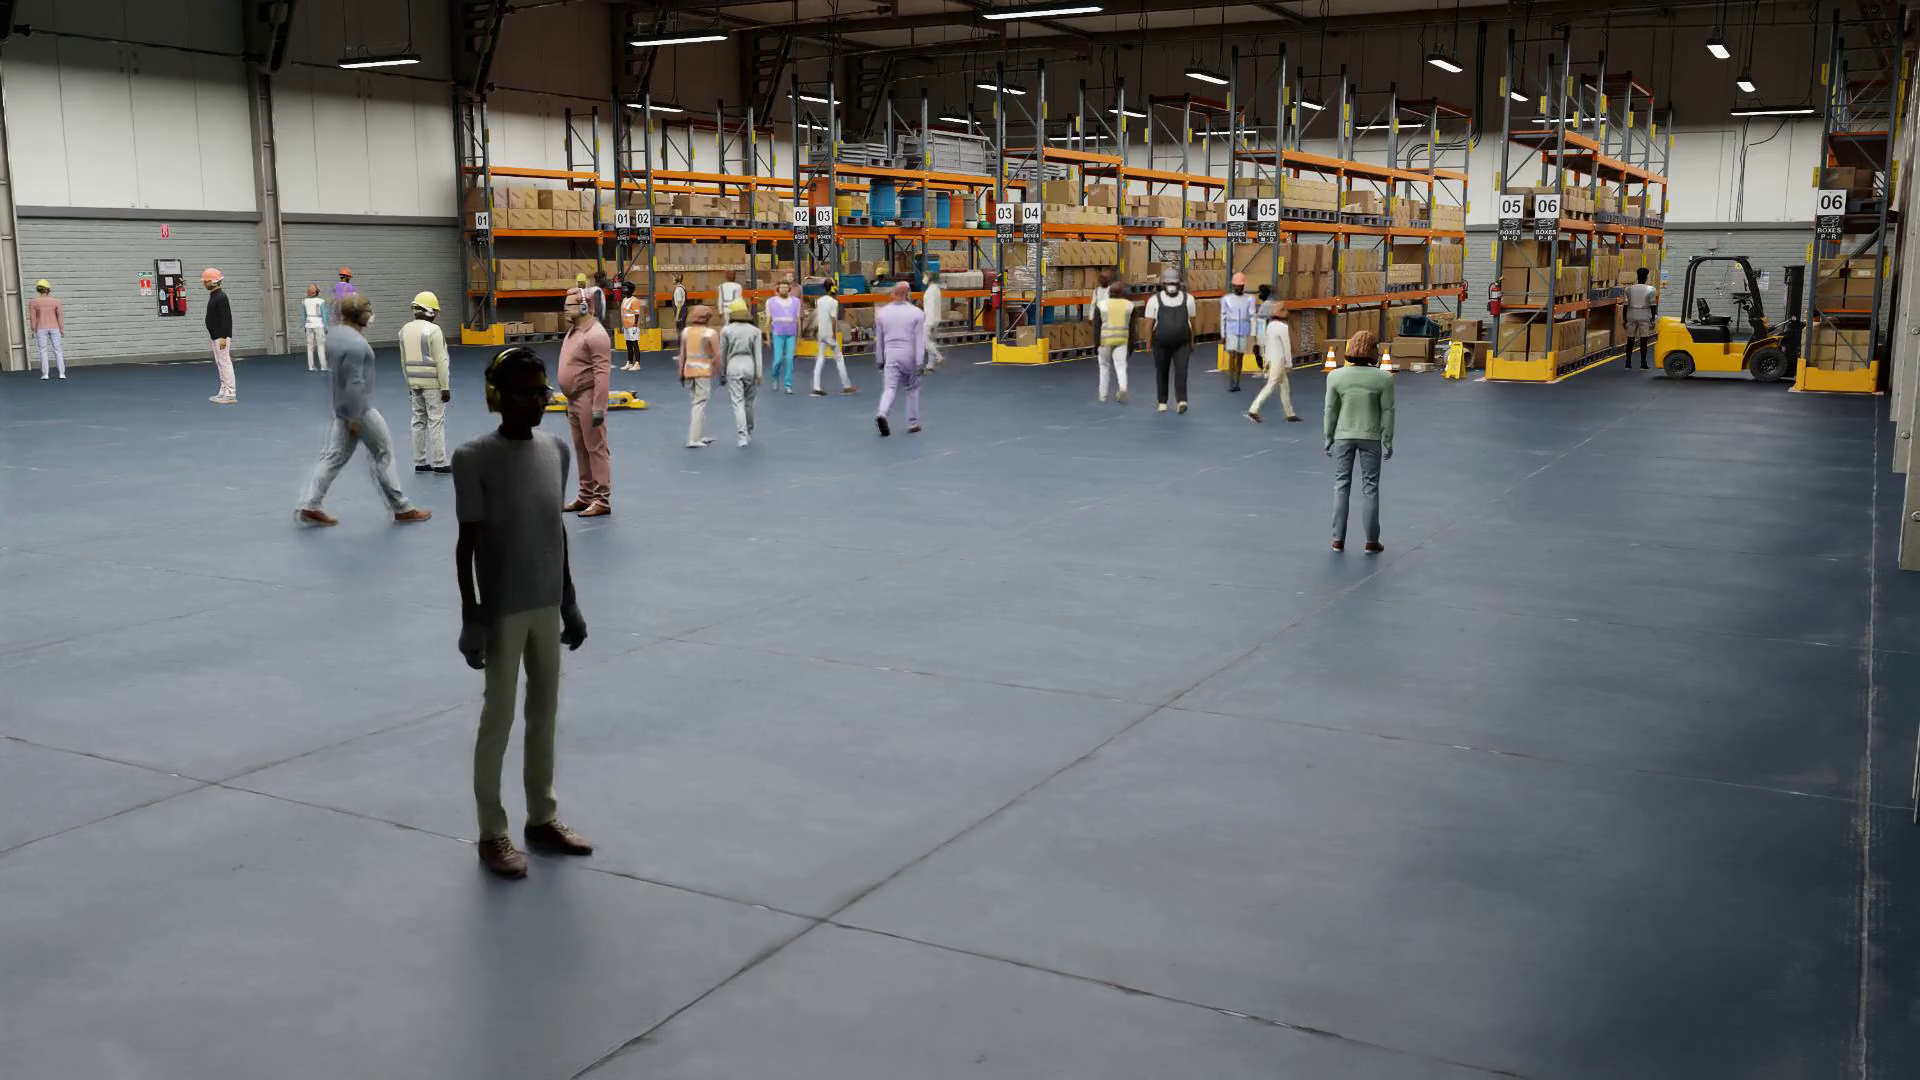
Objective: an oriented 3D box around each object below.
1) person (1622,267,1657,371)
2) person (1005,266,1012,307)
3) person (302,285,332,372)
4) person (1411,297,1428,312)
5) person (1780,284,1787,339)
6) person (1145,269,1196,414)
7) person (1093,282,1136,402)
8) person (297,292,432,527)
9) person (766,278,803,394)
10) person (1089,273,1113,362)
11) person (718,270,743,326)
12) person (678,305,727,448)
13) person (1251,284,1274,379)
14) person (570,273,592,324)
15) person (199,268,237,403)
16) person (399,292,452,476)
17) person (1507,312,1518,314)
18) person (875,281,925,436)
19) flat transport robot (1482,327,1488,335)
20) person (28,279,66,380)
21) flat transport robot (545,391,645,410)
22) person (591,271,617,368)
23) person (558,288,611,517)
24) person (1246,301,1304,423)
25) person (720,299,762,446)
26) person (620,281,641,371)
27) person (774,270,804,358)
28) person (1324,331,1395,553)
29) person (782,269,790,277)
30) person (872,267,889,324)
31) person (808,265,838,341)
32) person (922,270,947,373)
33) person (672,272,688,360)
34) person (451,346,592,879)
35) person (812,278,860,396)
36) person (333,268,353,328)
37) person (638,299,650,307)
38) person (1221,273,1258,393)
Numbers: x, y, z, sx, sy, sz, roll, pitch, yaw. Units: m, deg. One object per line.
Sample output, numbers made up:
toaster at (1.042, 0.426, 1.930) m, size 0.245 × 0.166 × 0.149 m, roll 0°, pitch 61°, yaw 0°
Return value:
person at (12.946, -4.211, 31.709) m, size 0.613 × 1.963 × 0.362 m, roll 7°, pitch 12°, yaw 35°
person at (1.320, -6.986, 47.842) m, size 0.639 × 2.029 × 0.688 m, roll 0°, pitch 10°, yaw -1°
person at (-12.171, -3.996, 31.401) m, size 0.514 × 1.641 × 0.315 m, roll 2°, pitch 10°, yaw 13°
person at (13.129, -6.918, 47.537) m, size 0.634 × 1.968 × 0.646 m, roll 7°, pitch 12°, yaw 37°
person at (21.309, -6.055, 42.635) m, size 0.589 × 1.923 × 0.383 m, roll -8°, pitch 12°, yaw -39°
person at (2.921, -2.769, 23.051) m, size 0.712 × 2.000 × 0.983 m, roll 1°, pitch 10°, yaw 3°
person at (2.303, -2.927, 24.684) m, size 0.644 × 1.806 × 0.853 m, roll -1°, pitch 10°, yaw -6°
person at (-4.869, -1.042, 13.385) m, size 1.014 × 1.897 × 0.630 m, roll -6°, pitch 12°, yaw -33°
person at (-2.781, -3.223, 26.340) m, size 0.561 × 1.831 × 0.442 m, roll -4°, pitch 10°, yaw -20°
person at (2.972, -4.600, 34.408) m, size 0.597 × 1.822 × 1.000 m, roll 7°, pitch 12°, yaw 34°
person at (-5.193, -5.192, 37.738) m, size 0.581 × 1.868 × 0.476 m, roll 4°, pitch 11°, yaw 23°
person at (-2.908, -1.871, 19.031) m, size 0.533 × 1.615 × 0.684 m, roll 6°, pitch 11°, yaw 31°
person at (5.340, -3.674, 29.425) m, size 0.554 × 1.681 × 0.542 m, roll 2°, pitch 10°, yaw 10°
person at (-8.153, -4.849, 35.901) m, size 0.599 × 1.819 × 0.418 m, roll -2°, pitch 10°, yaw -12°
person at (-11.032, -3.033, 24.733) m, size 0.396 × 1.992 × 0.623 m, roll -7°, pitch 12°, yaw -34°
person at (-5.280, -1.550, 16.547) m, size 0.586 × 1.825 × 0.403 m, roll 6°, pitch 11°, yaw 31°
person at (14.937, -6.382, 44.908) m, size 0.965 × 1.803 × 0.565 m, roll 9°, pitch 13°, yaw 42°
person at (-0.739, -2.214, 20.289) m, size 0.651 × 1.881 × 0.857 m, roll 3°, pitch 10°, yaw 20°
flat transport robot at (14.127, -5.809, 46.022) m, size 0.652 × 0.197 × 1.431 m, roll 1°, pitch 10°, yaw 6°
person at (-16.094, -3.701, 29.324) m, size 0.526 × 1.765 × 0.329 m, roll -6°, pitch 12°, yaw -33°
flat transport robot at (-5.259, -1.989, 23.657) m, size 1.431 × 0.197 × 0.652 m, roll -4°, pitch 10°, yaw -21°
person at (-7.087, -4.260, 32.235) m, size 0.705 × 1.896 × 0.604 m, roll -2°, pitch 10°, yaw -12°
person at (-3.164, -1.150, 13.961) m, size 0.401 × 1.910 × 0.640 m, roll -7°, pitch 12°, yaw -34°
person at (4.121, -2.321, 21.739) m, size 0.837 × 1.600 × 0.507 m, roll -2°, pitch 10°, yaw -11°
person at (-2.527, -1.934, 19.221) m, size 0.484 × 1.690 × 0.897 m, roll -4°, pitch 10°, yaw -21°
person at (-6.256, -4.049, 31.555) m, size 0.319 × 1.696 × 0.532 m, roll -8°, pitch 13°, yaw -39°
person at (-3.686, -4.878, 35.856) m, size 0.643 × 1.890 × 0.558 m, roll -3°, pitch 10°, yaw -17°
person at (2.933, -0.719, 12.242) m, size 0.507 × 1.632 × 0.267 m, roll 4°, pitch 10°, yaw 22°
person at (-3.861, -5.233, 37.935) m, size 0.560 × 1.897 × 0.987 m, roll 4°, pitch 11°, yaw 23°
person at (-1.947, -5.956, 42.122) m, size 0.585 × 1.900 × 0.885 m, roll 4°, pitch 10°, yaw 22°
person at (-3.196, -5.510, 39.234) m, size 0.723 × 1.995 × 0.666 m, roll 5°, pitch 11°, yaw 26°
person at (-0.543, -4.044, 30.854) m, size 0.446 × 1.922 × 0.638 m, roll 1°, pitch 10°, yaw 8°
person at (-5.889, -4.695, 34.901) m, size 0.345 × 1.847 × 0.504 m, roll 0°, pitch 10°, yaw 2°
person at (-1.552, 0.246, 5.913) m, size 0.310 × 1.865 × 0.532 m, roll 7°, pitch 12°, yaw 35°
person at (-2.002, -3.178, 26.086) m, size 0.520 × 1.827 × 0.926 m, roll 9°, pitch 13°, yaw 41°
person at (-13.209, -4.893, 35.817) m, size 0.543 × 1.928 × 0.372 m, roll 4°, pitch 11°, yaw 25°
person at (-8.183, -6.084, 42.842) m, size 0.558 × 1.916 × 0.711 m, roll 8°, pitch 13°, yaw 40°
person at (4.469, -3.305, 26.596) m, size 0.562 × 1.889 × 0.952 m, roll 0°, pitch 10°, yaw -1°
